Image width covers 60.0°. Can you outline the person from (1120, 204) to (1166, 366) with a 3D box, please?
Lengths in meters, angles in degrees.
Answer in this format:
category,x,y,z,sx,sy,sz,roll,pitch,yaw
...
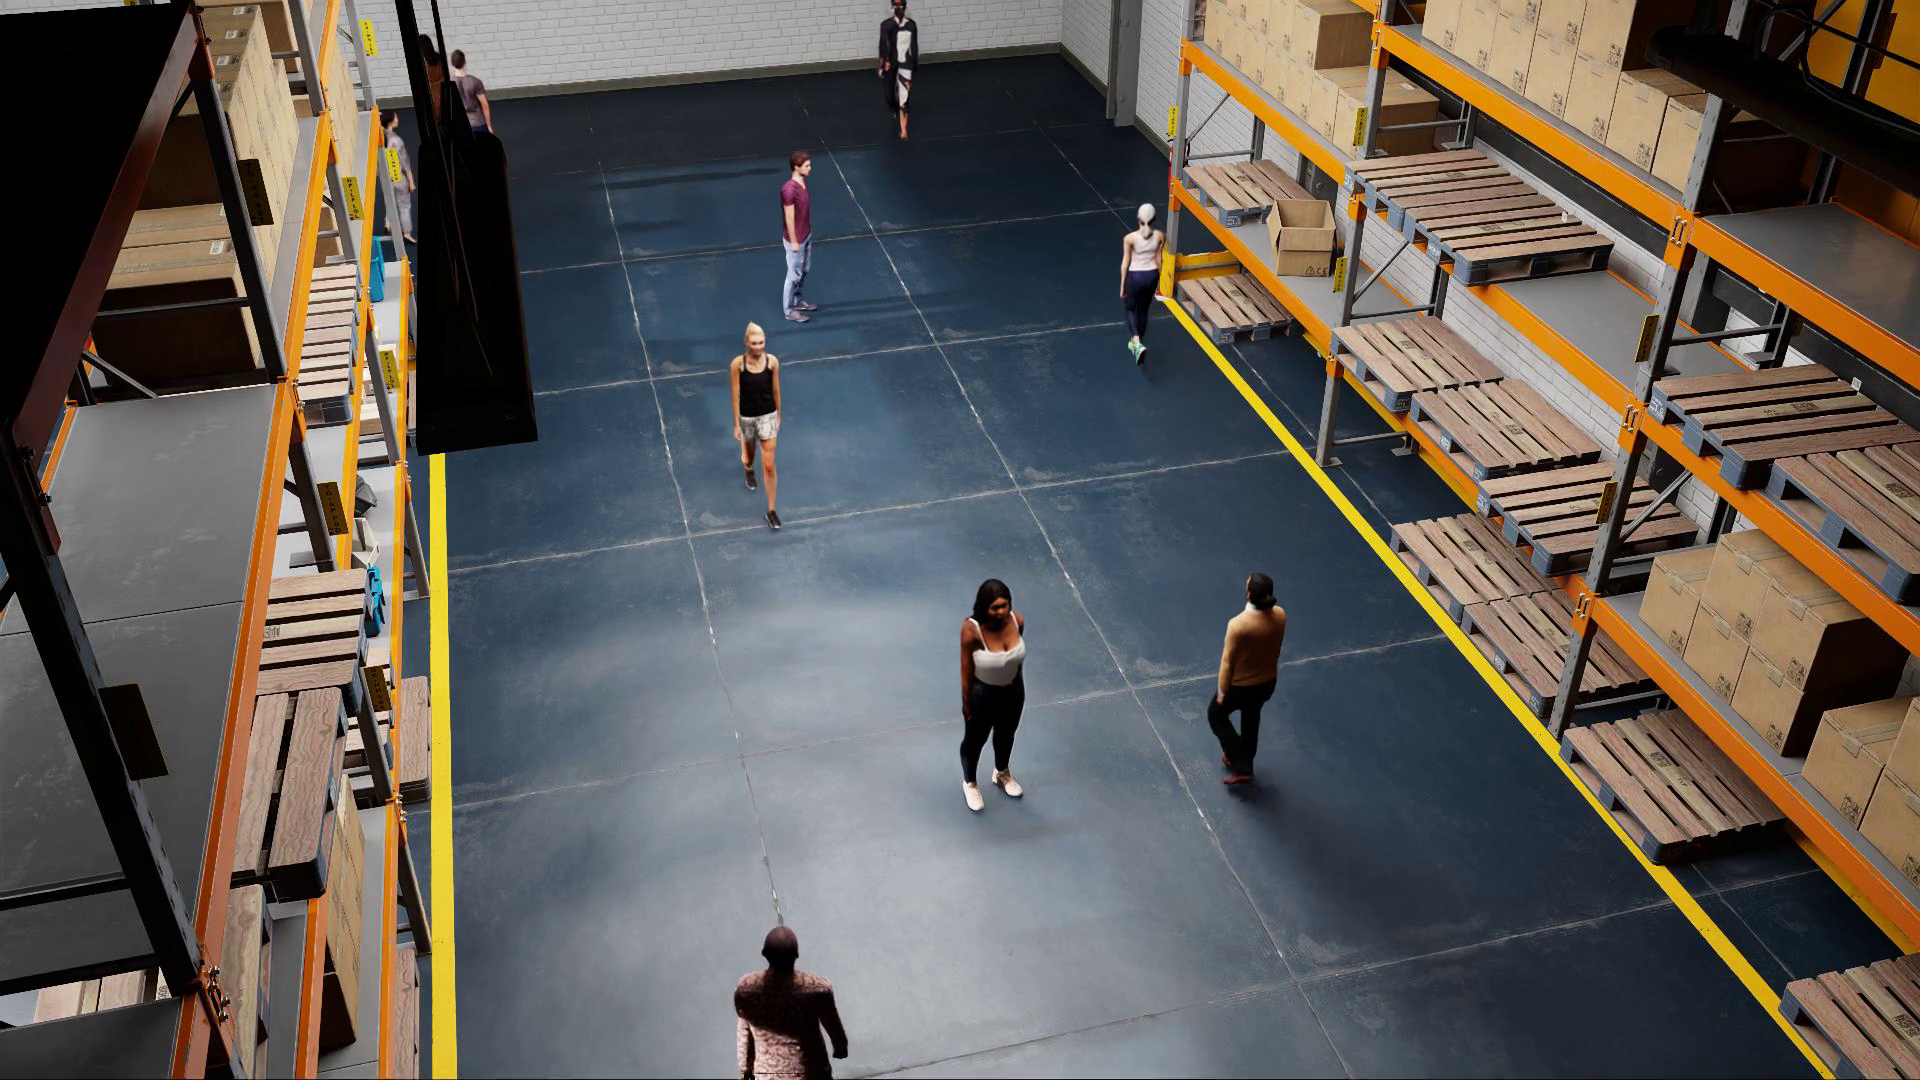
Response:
category,x,y,z,sx,sy,sz,roll,pitch,yaw
person,1.849,-2.536,16.739,0.633,1.685,0.935,-6,34,-8

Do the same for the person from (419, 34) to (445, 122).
category,x,y,z,sx,sy,sz,roll,pitch,yaw
person,-6.701,-5.709,21.532,0.973,1.662,0.969,13,36,19

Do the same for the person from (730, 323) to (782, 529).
category,x,y,z,sx,sy,sz,roll,pitch,yaw
person,-1.785,-1.076,14.429,0.599,1.811,1.137,-7,34,-11

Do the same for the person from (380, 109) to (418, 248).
category,x,y,z,sx,sy,sz,roll,pitch,yaw
person,-6.556,-4.112,19.134,0.826,1.658,0.887,15,37,22

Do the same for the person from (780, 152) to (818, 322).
category,x,y,z,sx,sy,sz,roll,pitch,yaw
person,-1.738,-3.237,17.651,0.796,1.842,0.682,8,34,12

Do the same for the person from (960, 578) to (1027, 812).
category,x,y,z,sx,sy,sz,roll,pitch,yaw
person,0.211,1.021,11.275,0.694,1.809,0.678,-17,37,-24

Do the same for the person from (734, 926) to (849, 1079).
category,x,y,z,sx,sy,sz,roll,pitch,yaw
person,-0.890,2.782,8.662,0.959,1.769,1.270,1,34,2

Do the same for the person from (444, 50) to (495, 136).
category,x,y,z,sx,sy,sz,roll,pitch,yaw
person,-6.008,-5.075,20.403,0.698,1.856,0.631,-3,34,-4

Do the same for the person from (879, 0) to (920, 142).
category,x,y,z,sx,sy,sz,roll,pitch,yaw
person,-0.827,-6.357,22.315,0.860,1.875,1.066,0,34,0

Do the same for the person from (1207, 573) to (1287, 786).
category,x,y,z,sx,sy,sz,roll,pitch,yaw
person,1.998,1.013,11.347,0.752,1.743,0.787,-17,37,-24
